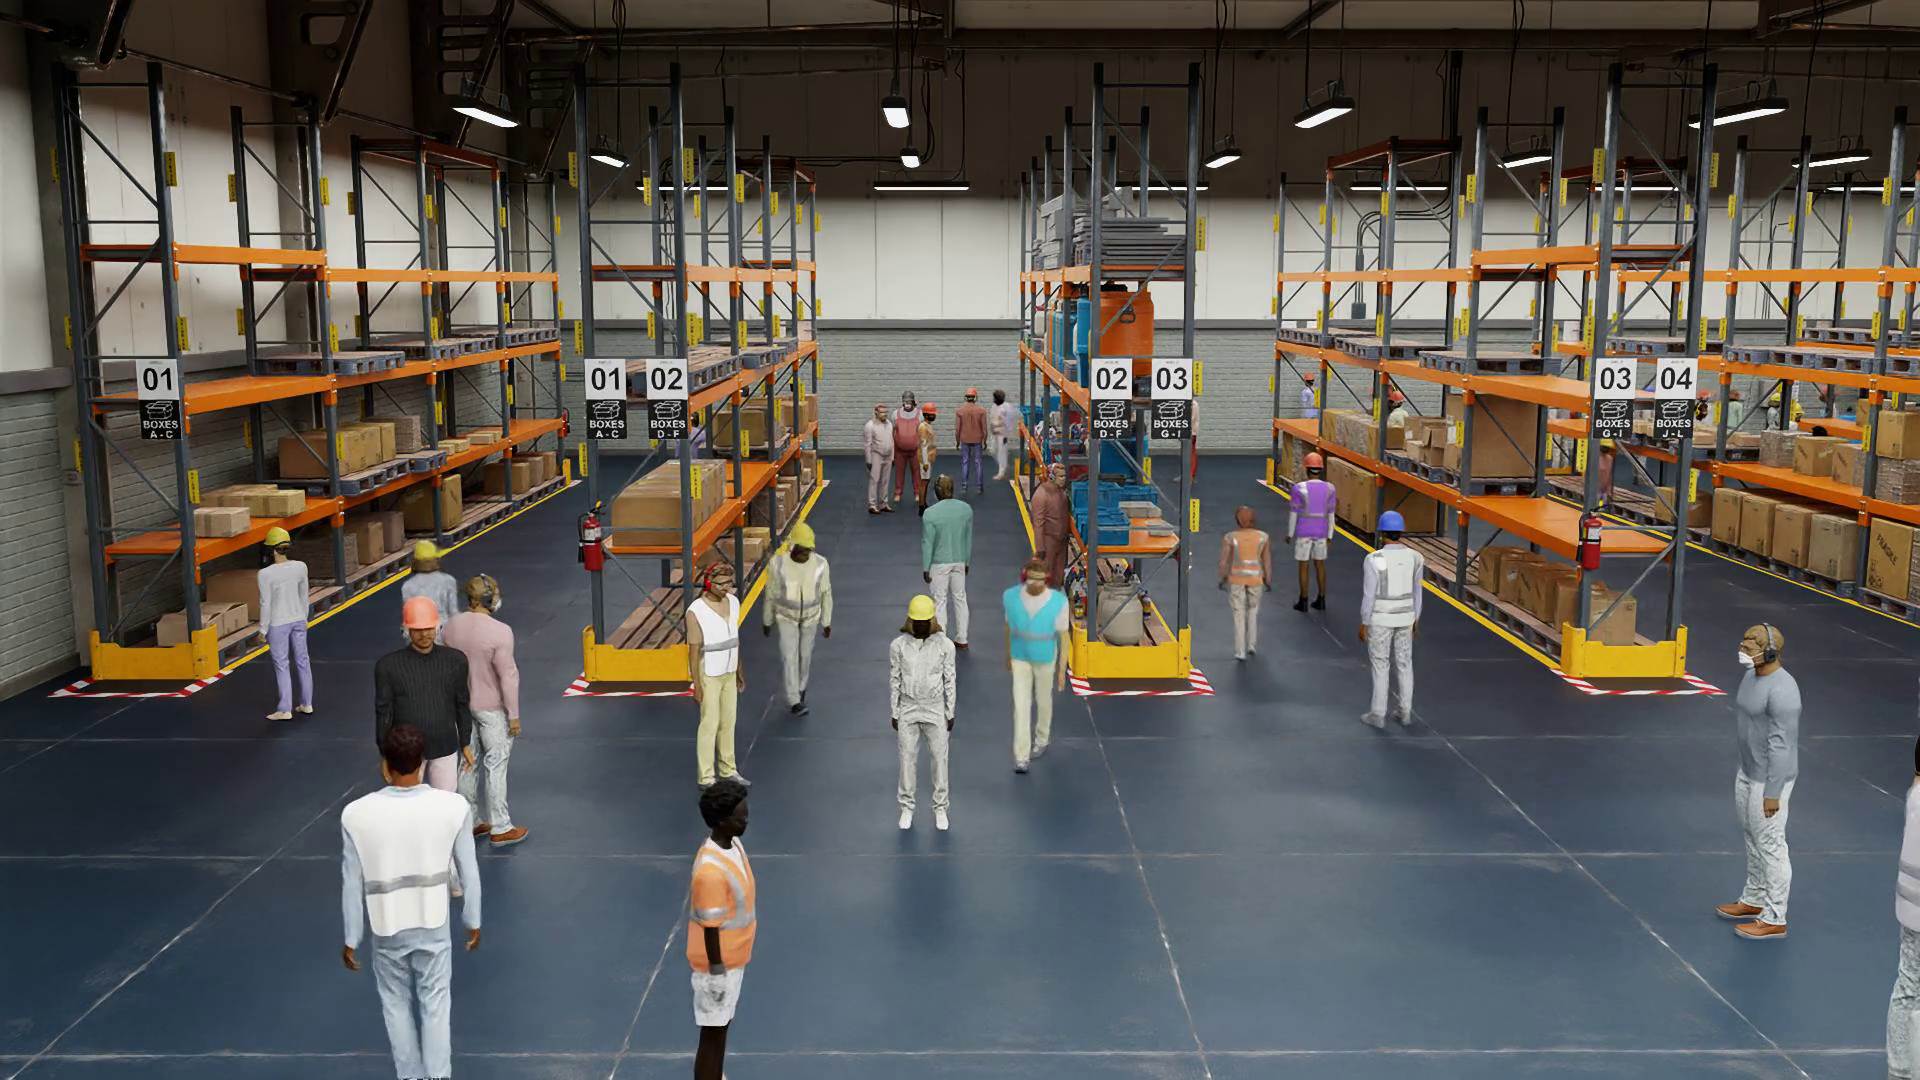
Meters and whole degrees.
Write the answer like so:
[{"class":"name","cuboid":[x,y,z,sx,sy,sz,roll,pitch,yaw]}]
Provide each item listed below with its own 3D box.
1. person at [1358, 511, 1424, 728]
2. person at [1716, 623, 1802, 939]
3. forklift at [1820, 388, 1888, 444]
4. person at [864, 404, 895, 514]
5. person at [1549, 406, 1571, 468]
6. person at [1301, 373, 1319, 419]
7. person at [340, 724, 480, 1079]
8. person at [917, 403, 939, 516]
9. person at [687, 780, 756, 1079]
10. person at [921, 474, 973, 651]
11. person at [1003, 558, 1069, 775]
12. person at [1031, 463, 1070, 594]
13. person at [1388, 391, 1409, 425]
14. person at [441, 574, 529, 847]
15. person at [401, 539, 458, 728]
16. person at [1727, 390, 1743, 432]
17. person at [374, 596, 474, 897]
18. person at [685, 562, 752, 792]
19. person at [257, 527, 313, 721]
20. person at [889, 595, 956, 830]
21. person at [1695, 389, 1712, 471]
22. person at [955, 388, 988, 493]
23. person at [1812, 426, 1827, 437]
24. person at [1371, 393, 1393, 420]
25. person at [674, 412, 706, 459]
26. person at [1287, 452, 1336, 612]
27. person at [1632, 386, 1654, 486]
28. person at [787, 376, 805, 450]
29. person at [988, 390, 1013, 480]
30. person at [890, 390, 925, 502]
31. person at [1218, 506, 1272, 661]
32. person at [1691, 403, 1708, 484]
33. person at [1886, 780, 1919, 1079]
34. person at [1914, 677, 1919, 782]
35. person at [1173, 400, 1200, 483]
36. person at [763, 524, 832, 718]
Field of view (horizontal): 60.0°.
[{"class":"person","cuboid":[3.845,0.708,14.887,0.615,1.945,0.404,-3,9,-18]},{"class":"person","cuboid":[4.898,1.456,10.155,0.378,1.931,0.625,1,9,7]},{"class":"forklift","cuboid":[20.072,-3.110,36.462,1.873,2.768,1.129,0,9,0]},{"class":"person","cuboid":[-1.353,-1.395,28.586,0.399,1.899,0.647,8,12,41]},{"class":"person","cuboid":[12.147,-2.222,33.734,0.616,1.945,0.404,-5,10,-30]},{"class":"person","cuboid":[7.914,-2.827,37.694,0.542,1.929,0.381,-6,11,-34]},{"class":"person","cuboid":[-2.601,1.815,7.904,0.626,1.903,0.465,-4,10,-22]},{"class":"person","cuboid":[-0.535,-1.373,28.311,0.375,1.935,0.551,1,9,6]},{"class":"person","cuboid":[-1.105,1.941,7.757,0.317,1.696,0.540,0,9,2]},{"class":"person","cuboid":[-0.140,0.262,17.821,0.630,1.933,0.364,-6,11,-33]},{"class":"person","cuboid":[0.616,1.007,13.558,0.568,1.762,1.022,2,9,13]},{"class":"person","cuboid":[1.084,0.051,19.291,0.400,1.900,0.646,6,11,33]},{"class":"person","cuboid":[7.946,-1.719,30.340,0.375,1.997,0.612,7,11,38]},{"class":"person","cuboid":[-3.364,1.199,11.762,0.636,1.936,0.355,5,10,27]},{"class":"person","cuboid":[-4.649,0.852,14.643,0.493,1.723,0.650,-5,10,-27]},{"class":"person","cuboid":[16.821,-2.462,36.297,0.272,1.631,0.506,-6,11,-33]},{"class":"person","cuboid":[-3.422,1.339,10.677,0.612,1.995,0.393,-6,11,-33]},{"class":"person","cuboid":[-1.911,1.068,12.952,0.394,1.832,0.576,5,10,30]},{"class":"person","cuboid":[-6.149,0.761,15.125,0.314,1.769,0.524,5,10,29]},{"class":"person","cuboid":[-0.272,1.250,12.085,0.485,1.737,0.322,1,9,4]},{"class":"person","cuboid":[15.565,-2.298,34.899,0.384,1.733,0.583,3,9,16]},{"class":"person","cuboid":[0.221,-1.871,31.356,0.610,1.986,0.392,1,9,6]},{"class":"person","cuboid":[13.717,-0.984,26.599,0.320,1.695,0.534,4,10,21]},{"class":"person","cuboid":[8.280,-1.933,32.247,0.669,1.832,0.540,-3,9,-17]},{"class":"person","cuboid":[-4.254,-1.103,26.564,0.627,1.941,0.371,5,10,27]},{"class":"person","cuboid":[4.242,-0.093,20.095,0.548,1.935,0.391,-2,9,-11]},{"class":"person","cuboid":[13.368,-2.029,32.496,0.386,1.948,0.601,1,9,6]},{"class":"person","cuboid":[-3.606,-2.637,36.467,0.375,1.925,0.595,3,9,17]},{"class":"person","cuboid":[0.812,-2.113,33.429,0.444,1.826,0.627,-7,11,-36]},{"class":"person","cuboid":[-0.929,-1.688,30.000,0.683,2.000,0.538,0,9,2]},{"class":"person","cuboid":[3.005,0.449,17.621,0.557,1.612,0.654,0,9,-1]},{"class":"person","cuboid":[13.024,-1.504,29.395,0.324,1.864,0.503,8,12,41]},{"class":"person","cuboid":[4.660,1.794,7.895,0.394,1.949,0.602,2,9,11]},{"class":"person","cuboid":[7.583,1.158,12.808,0.320,1.693,0.531,1,9,9]},{"class":"person","cuboid":[4.499,-2.113,32.899,0.392,1.990,0.611,-4,10,-22]},{"class":"person","cuboid":[-1.506,0.718,15.391,0.630,1.776,0.956,-3,9,-16]}]
